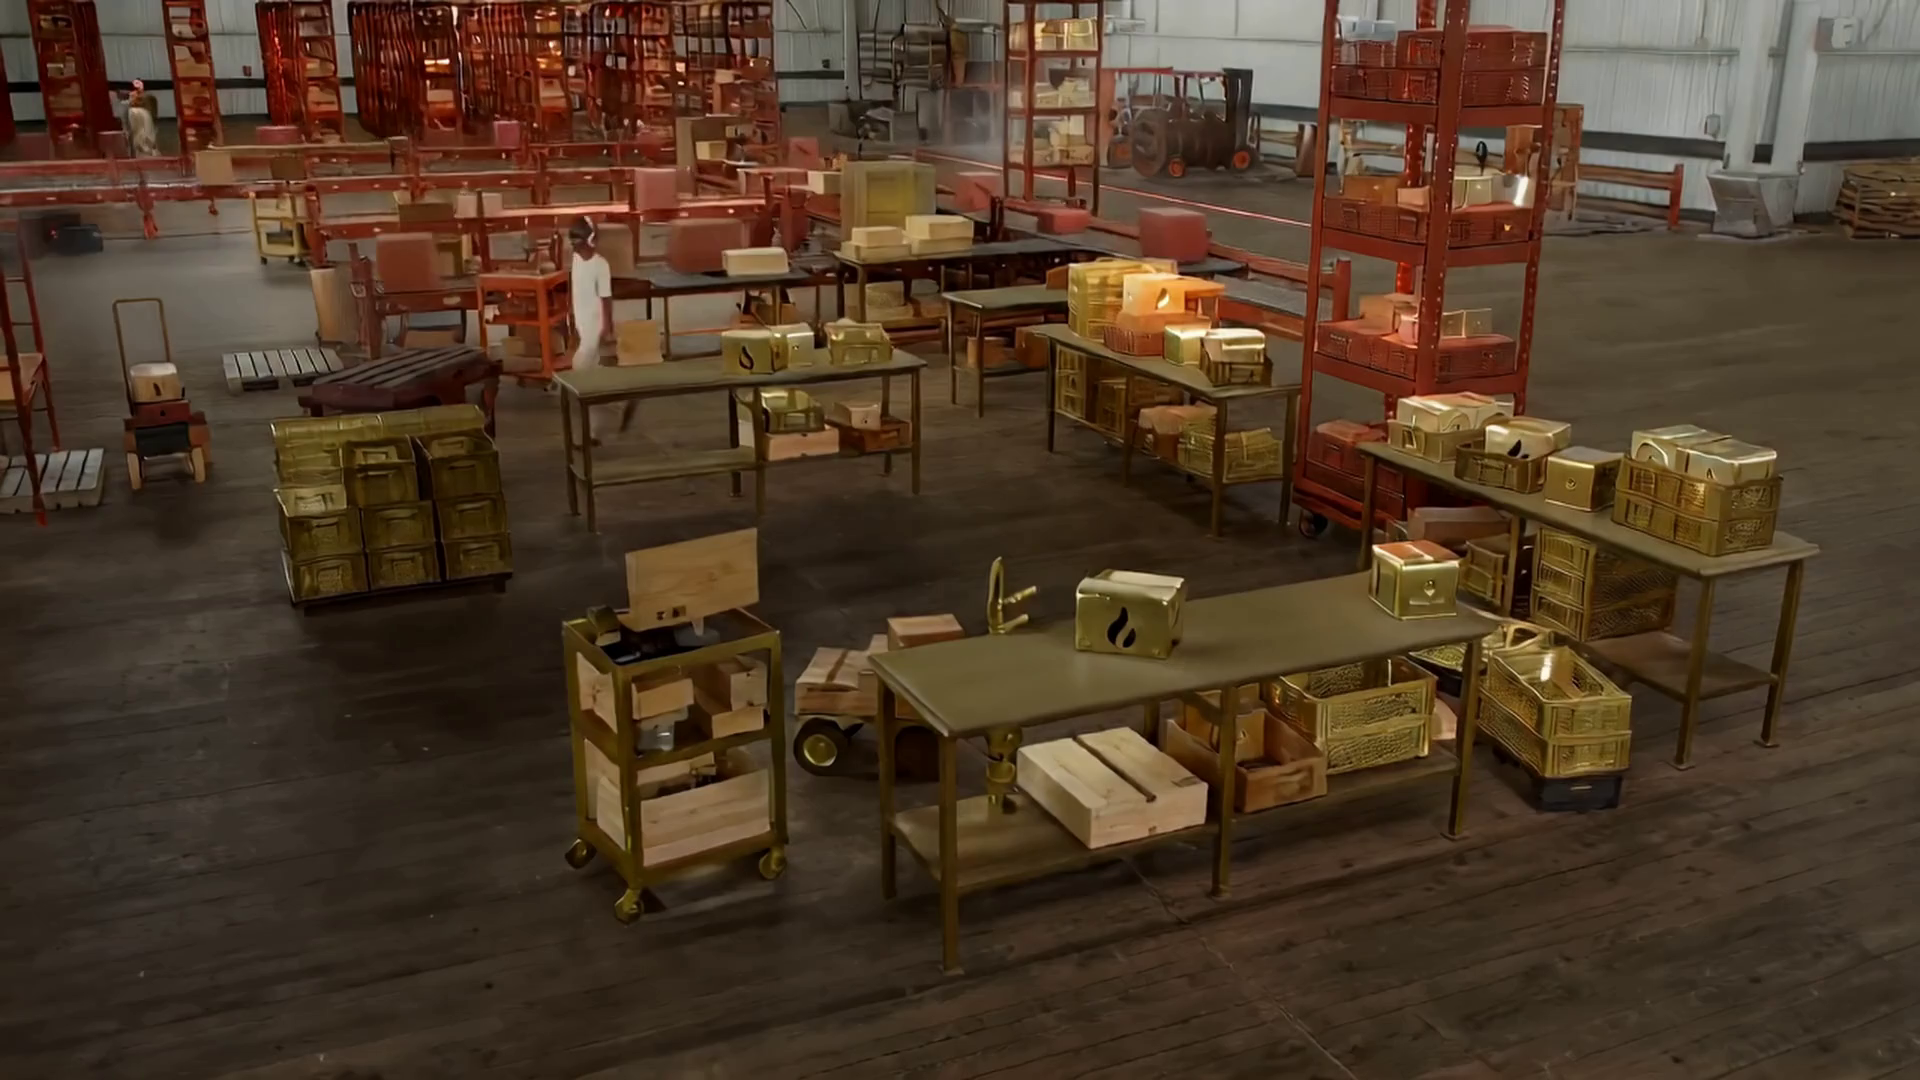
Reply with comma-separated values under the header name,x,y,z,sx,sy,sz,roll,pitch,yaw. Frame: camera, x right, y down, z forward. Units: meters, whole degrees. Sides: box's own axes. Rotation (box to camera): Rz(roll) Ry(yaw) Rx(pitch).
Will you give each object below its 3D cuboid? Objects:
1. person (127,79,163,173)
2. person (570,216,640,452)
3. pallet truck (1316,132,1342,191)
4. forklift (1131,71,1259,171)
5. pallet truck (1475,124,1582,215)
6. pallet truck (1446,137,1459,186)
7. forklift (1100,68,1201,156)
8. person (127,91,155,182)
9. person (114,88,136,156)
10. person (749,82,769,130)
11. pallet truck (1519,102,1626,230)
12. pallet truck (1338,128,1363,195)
name,x,y,z,sx,sy,sz,roll,pitch,yaw
person,-17.542,-8.887,35.767,0.613,1.995,0.391,-16,24,-42
person,-2.881,-1.642,13.167,0.629,1.853,0.546,-14,22,-36
pallet truck,7.723,-7.504,32.656,1.601,1.201,0.680,-8,19,-23
forklift,4.998,-8.936,35.413,2.680,1.987,1.157,-9,20,-25
pallet truck,9.707,-6.455,28.103,1.885,1.965,0.823,-7,19,-20
pallet truck,9.184,-6.485,29.328,1.630,1.274,0.653,-8,19,-23
forklift,4.082,-9.564,37.410,2.680,1.987,1.157,-8,19,-23
person,-15.803,-7.718,32.237,0.400,1.905,0.643,-1,18,-3
person,-17.718,-8.738,35.594,0.608,1.819,0.598,-3,18,-9
person,-4.868,-9.987,39.594,0.863,1.775,0.609,-10,20,-28
pallet truck,9.972,-6.037,26.785,1.885,1.965,0.823,-9,20,-25
pallet truck,7.845,-7.140,31.411,1.522,1.261,0.704,-9,20,-25
